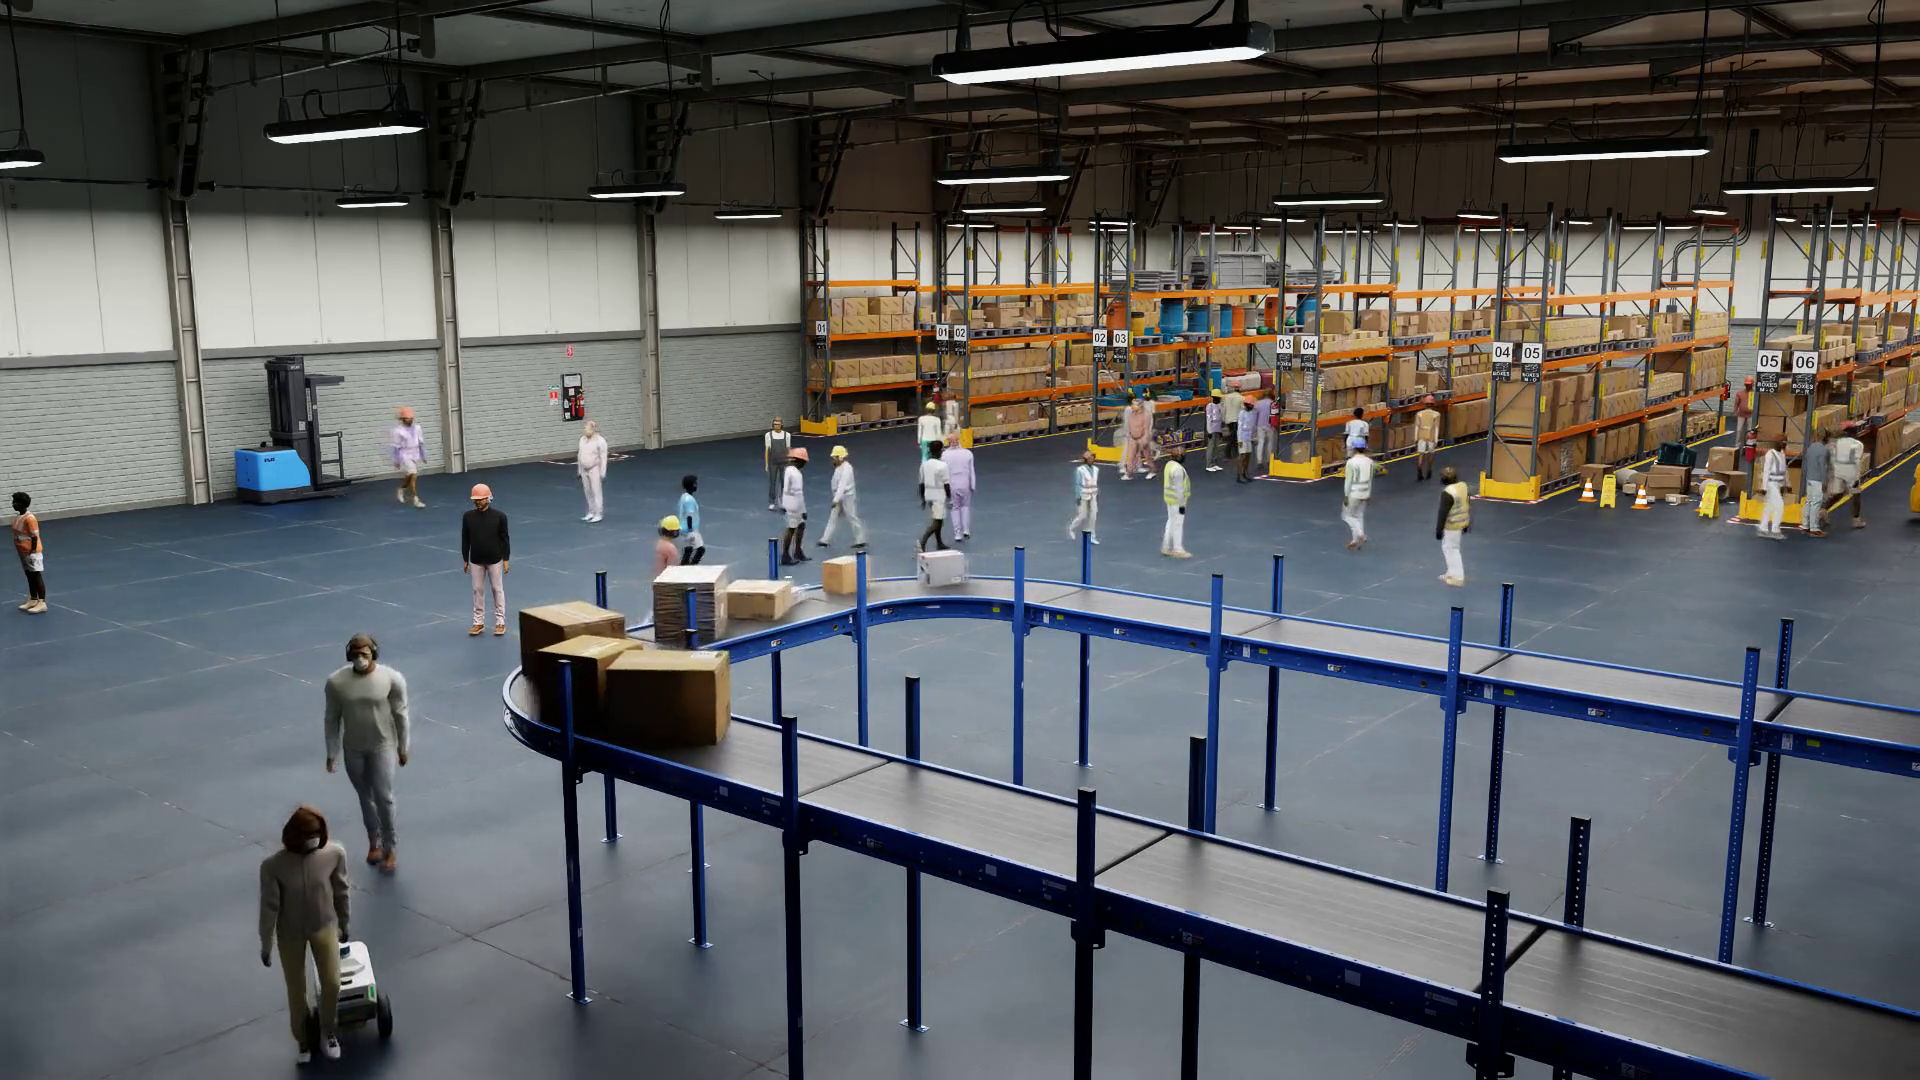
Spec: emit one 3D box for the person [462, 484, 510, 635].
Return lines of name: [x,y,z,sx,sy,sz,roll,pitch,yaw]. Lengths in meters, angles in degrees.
person: [-6.198,0.252,20.430,0.623,1.992,0.391,0,10,2]

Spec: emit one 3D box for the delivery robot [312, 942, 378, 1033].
delivery robot: [-3.929,2.805,9.971,0.477,0.478,0.707,-5,11,-25]

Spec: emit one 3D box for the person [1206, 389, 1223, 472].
person: [5.948,-2.569,36.502,0.366,1.927,0.588,7,12,36]

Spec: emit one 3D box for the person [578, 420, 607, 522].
person: [-6.950,-1.307,29.463,0.646,1.908,0.406,6,12,31]

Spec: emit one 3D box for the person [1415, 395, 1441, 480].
person: [10.438,-2.288,35.010,0.547,1.908,0.869,5,11,27]

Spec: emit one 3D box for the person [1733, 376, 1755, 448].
person: [19.957,-3.168,39.689,0.623,1.989,0.401,8,13,38]

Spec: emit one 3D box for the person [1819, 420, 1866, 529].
person: [16.197,-1.203,28.662,0.861,1.995,0.624,-5,11,-27]

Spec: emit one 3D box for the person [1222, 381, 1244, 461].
person: [6.814,-2.933,38.501,0.956,1.929,0.667,-9,14,-43]

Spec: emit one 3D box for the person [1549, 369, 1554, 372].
person: [17.289,-4.218,45.808,0.556,1.920,0.694,7,12,34]

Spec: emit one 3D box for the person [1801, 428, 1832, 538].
person: [15.267,-1.034,27.840,0.372,1.936,0.627,1,10,5]

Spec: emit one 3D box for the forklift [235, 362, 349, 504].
forklift: [-13.803,-2.244,32.110,1.129,2.768,1.873,8,13,37]

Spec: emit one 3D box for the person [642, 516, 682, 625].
person: [-3.695,0.549,19.506,0.859,1.731,0.529,-7,12,-34]

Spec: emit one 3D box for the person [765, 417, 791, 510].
person: [-3.574,-1.510,30.773,0.514,1.842,0.328,-2,10,-11]

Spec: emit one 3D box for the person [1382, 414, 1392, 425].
person: [12.020,-3.846,43.789,0.566,1.886,0.946,2,10,13]

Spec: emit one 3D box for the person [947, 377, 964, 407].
person: [-0.088,-4.400,47.091,0.617,1.821,0.426,3,10,15]

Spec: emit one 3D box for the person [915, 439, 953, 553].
person: [-0.450,-0.707,25.983,0.827,1.938,0.606,-9,14,-42]

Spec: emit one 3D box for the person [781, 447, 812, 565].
person: [-2.591,-0.544,25.150,0.689,1.905,0.587,-4,11,-19]

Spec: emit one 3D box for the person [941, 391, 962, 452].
person: [-0.229,-2.992,39.773,0.803,1.608,0.511,-9,14,-42]

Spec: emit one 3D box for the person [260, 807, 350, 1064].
person: [-3.951,2.391,9.454,0.527,1.617,0.451,-5,11,-27]

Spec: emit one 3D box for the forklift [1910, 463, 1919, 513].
forklift: [19.034,-1.348,28.998,2.313,2.155,1.214,8,13,37]

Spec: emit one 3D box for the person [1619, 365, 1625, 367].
person: [19.253,-4.117,45.314,1.007,1.904,0.620,2,10,9]

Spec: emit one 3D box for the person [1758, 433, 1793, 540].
person: [14.453,-0.941,27.538,0.582,1.861,0.716,-9,14,-43]

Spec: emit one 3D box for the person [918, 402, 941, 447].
person: [-0.687,-2.223,35.045,0.537,1.748,0.488,2,10,12]

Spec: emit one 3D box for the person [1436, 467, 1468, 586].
person: [7.387,-0.203,23.526,0.511,1.807,0.660,7,12,36]

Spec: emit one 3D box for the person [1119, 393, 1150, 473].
person: [4.061,-2.454,36.095,0.799,1.842,0.564,-2,10,-10]

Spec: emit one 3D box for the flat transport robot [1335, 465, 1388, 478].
flat transport robot: [9.163,-1.573,35.668,0.652,0.197,1.431,8,13,38]

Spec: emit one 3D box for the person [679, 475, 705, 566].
person: [-4.042,-0.149,23.568,0.429,1.683,0.550,-3,11,-18]

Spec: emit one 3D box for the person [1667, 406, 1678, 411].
person: [22.306,-4.710,48.603,0.454,1.903,0.615,4,11,23]

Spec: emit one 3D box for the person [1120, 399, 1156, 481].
person: [4.026,-2.246,34.934,1.048,1.848,0.654,-9,13,-41]

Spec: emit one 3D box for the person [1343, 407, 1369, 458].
person: [8.726,-2.095,34.581,0.542,1.666,0.731,8,13,38]

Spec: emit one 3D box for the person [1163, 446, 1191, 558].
person: [3.594,-0.638,25.877,0.429,1.843,0.624,-2,10,-9]

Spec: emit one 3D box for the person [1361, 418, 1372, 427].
person: [11.273,-3.773,43.439,0.523,1.870,0.315,8,13,40]

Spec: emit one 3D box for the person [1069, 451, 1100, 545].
person: [2.175,-0.742,27.085,0.517,1.625,0.488,-7,12,-35]

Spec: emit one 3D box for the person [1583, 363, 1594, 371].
person: [18.938,-4.440,47.112,0.637,1.902,0.406,5,11,28]

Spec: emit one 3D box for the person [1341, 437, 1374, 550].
person: [6.711,-0.778,26.397,0.639,1.930,0.465,-7,12,-34]

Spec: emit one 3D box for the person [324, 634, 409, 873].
person: [-4.748,1.696,12.499,0.627,1.916,0.739,-1,10,-4]

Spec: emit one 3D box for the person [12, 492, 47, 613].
person: [-12.957,0.165,21.757,0.536,1.697,0.322,9,13,41]

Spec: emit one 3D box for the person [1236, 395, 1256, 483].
person: [6.348,-2.241,34.668,0.396,1.929,0.558,8,13,37]

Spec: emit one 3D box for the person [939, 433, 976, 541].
person: [-0.080,-0.935,27.439,0.663,1.873,0.718,-2,10,-10]

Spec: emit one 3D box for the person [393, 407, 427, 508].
person: [-11.024,-1.664,31.191,0.890,2.009,0.608,6,12,30]

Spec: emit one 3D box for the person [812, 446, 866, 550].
person: [-2.019,-0.700,26.394,0.923,1.778,0.593,-4,11,-22]

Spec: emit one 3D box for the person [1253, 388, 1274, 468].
person: [7.263,-2.664,37.150,0.642,1.895,1.000,4,11,23]

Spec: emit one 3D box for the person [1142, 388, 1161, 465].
person: [4.593,-2.744,37.708,0.466,1.847,0.628,-3,11,-17]

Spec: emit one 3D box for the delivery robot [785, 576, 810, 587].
delivery robot: [-2.359,0.616,21.560,0.698,0.223,0.335,-3,10,-16]
